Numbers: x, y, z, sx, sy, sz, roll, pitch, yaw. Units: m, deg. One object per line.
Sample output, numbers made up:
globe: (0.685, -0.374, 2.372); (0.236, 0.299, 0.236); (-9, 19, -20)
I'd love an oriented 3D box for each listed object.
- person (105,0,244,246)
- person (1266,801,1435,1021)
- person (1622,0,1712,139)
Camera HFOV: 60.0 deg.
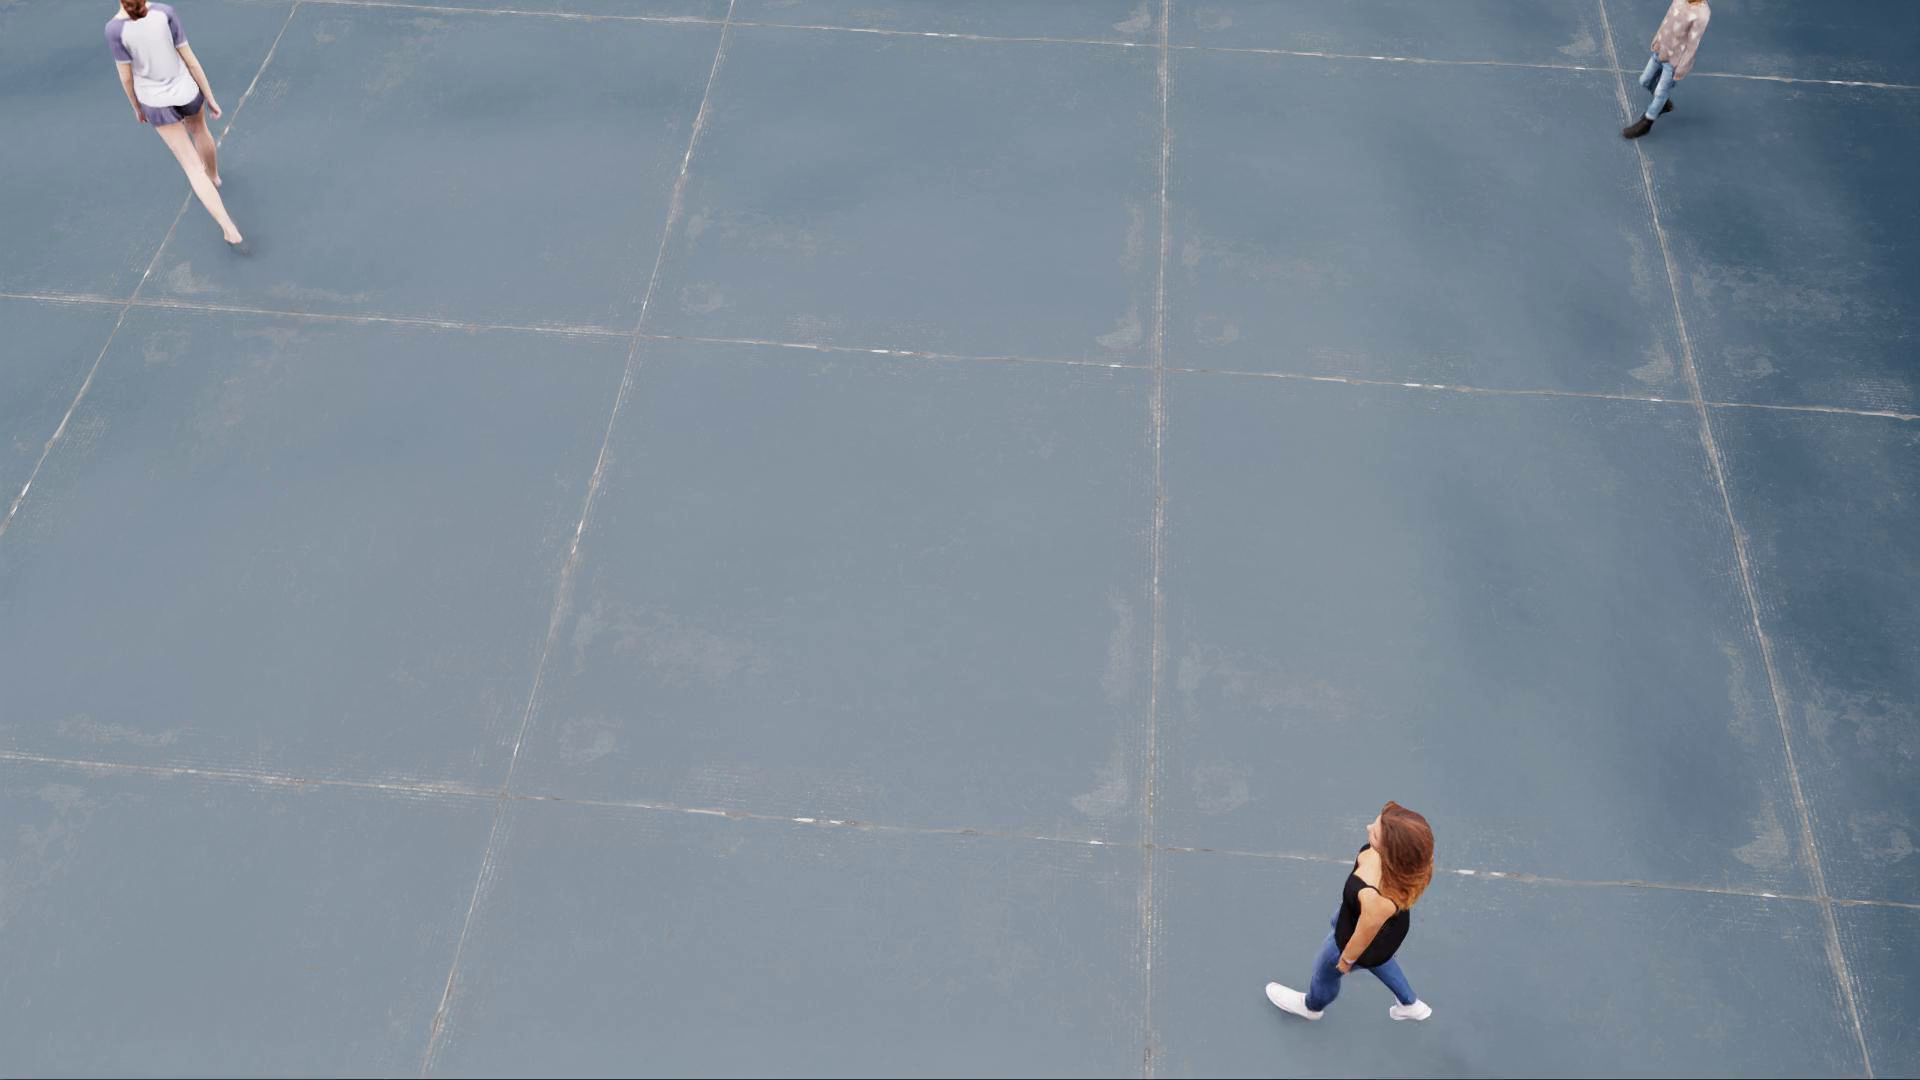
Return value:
person: (-4.443, -2.448, 9.441); (1.094, 1.722, 1.121); (-30, 58, -21)
person: (1.628, 1.505, 6.389); (0.955, 1.707, 0.807); (26, 57, 19)
person: (4.416, -2.999, 10.204); (0.671, 1.190, 0.598); (-14, 53, -10)
